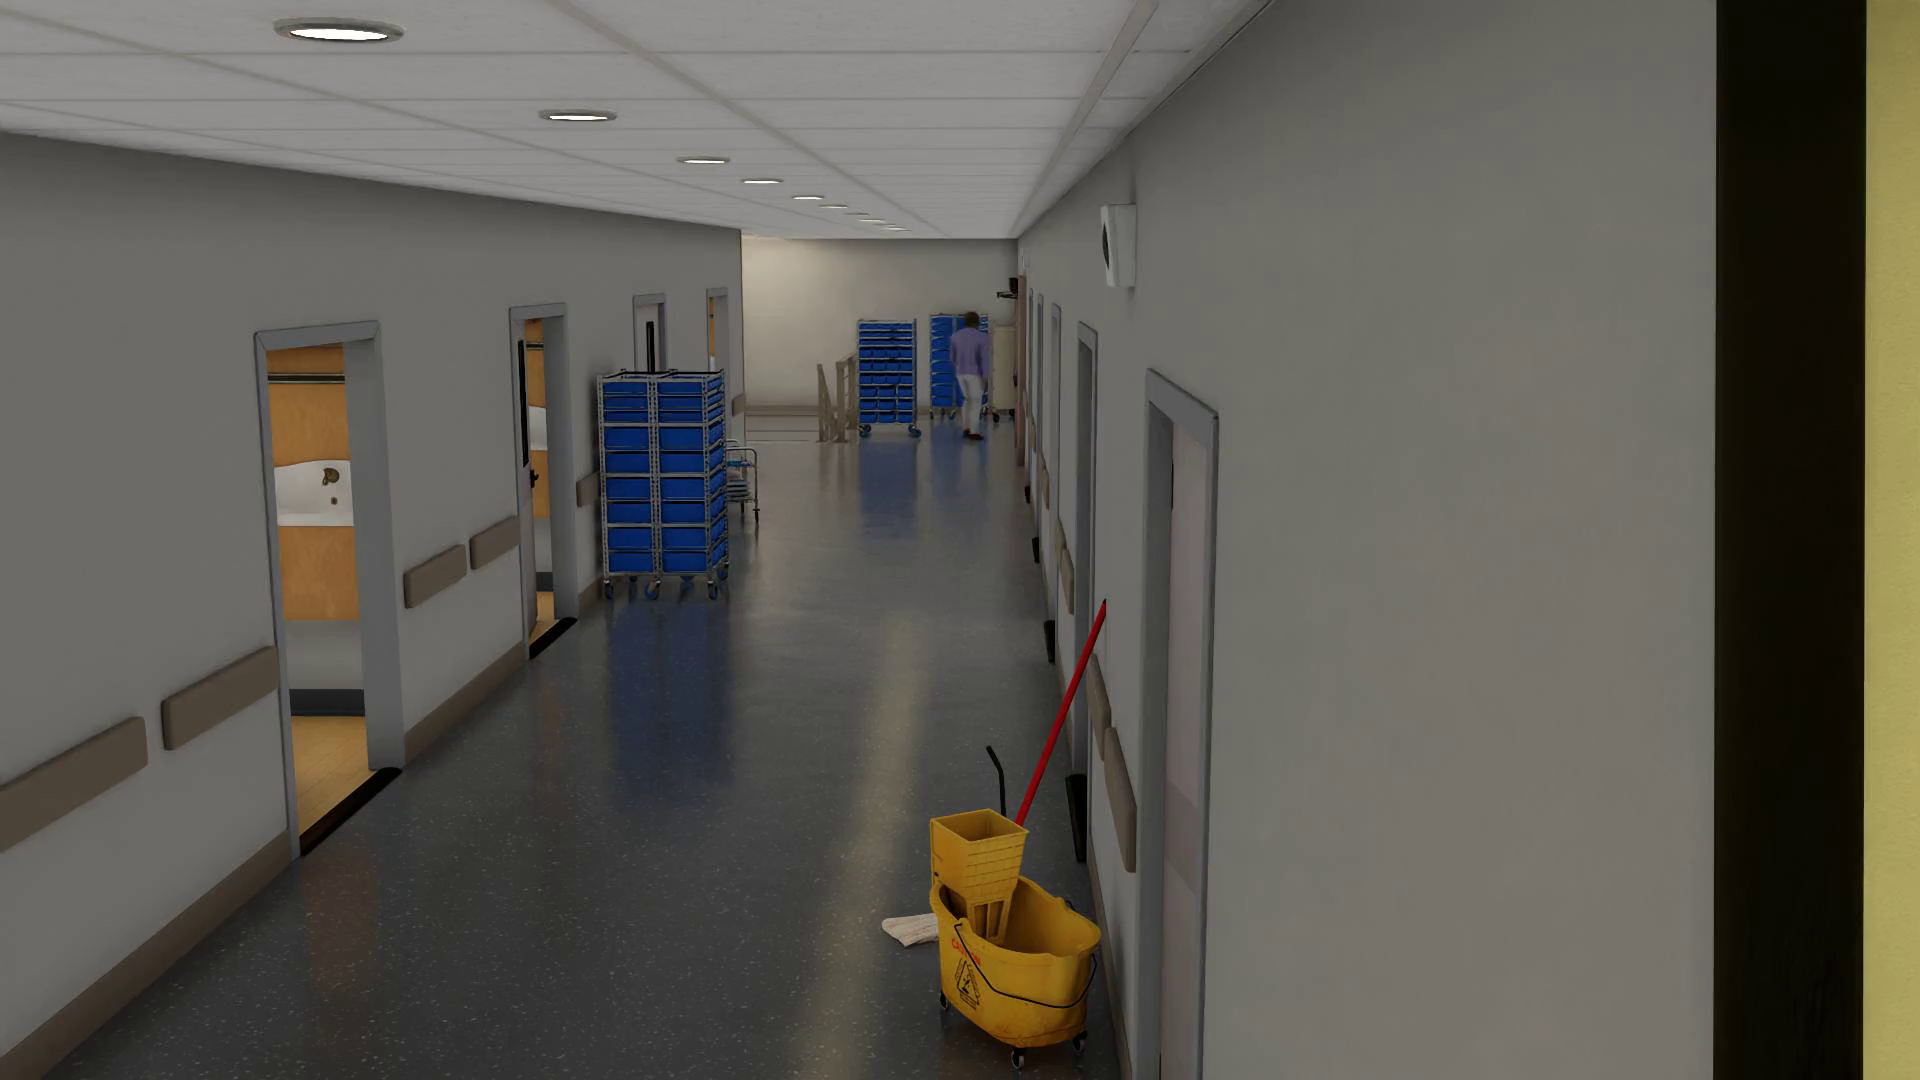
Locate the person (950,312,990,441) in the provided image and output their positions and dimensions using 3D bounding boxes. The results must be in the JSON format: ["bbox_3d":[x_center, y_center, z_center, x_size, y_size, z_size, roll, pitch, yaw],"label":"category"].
[{"bbox_3d":[0.135,-2.429,24.682,0.664,1.893,0.579,6,11,31],"label":"person"}]
